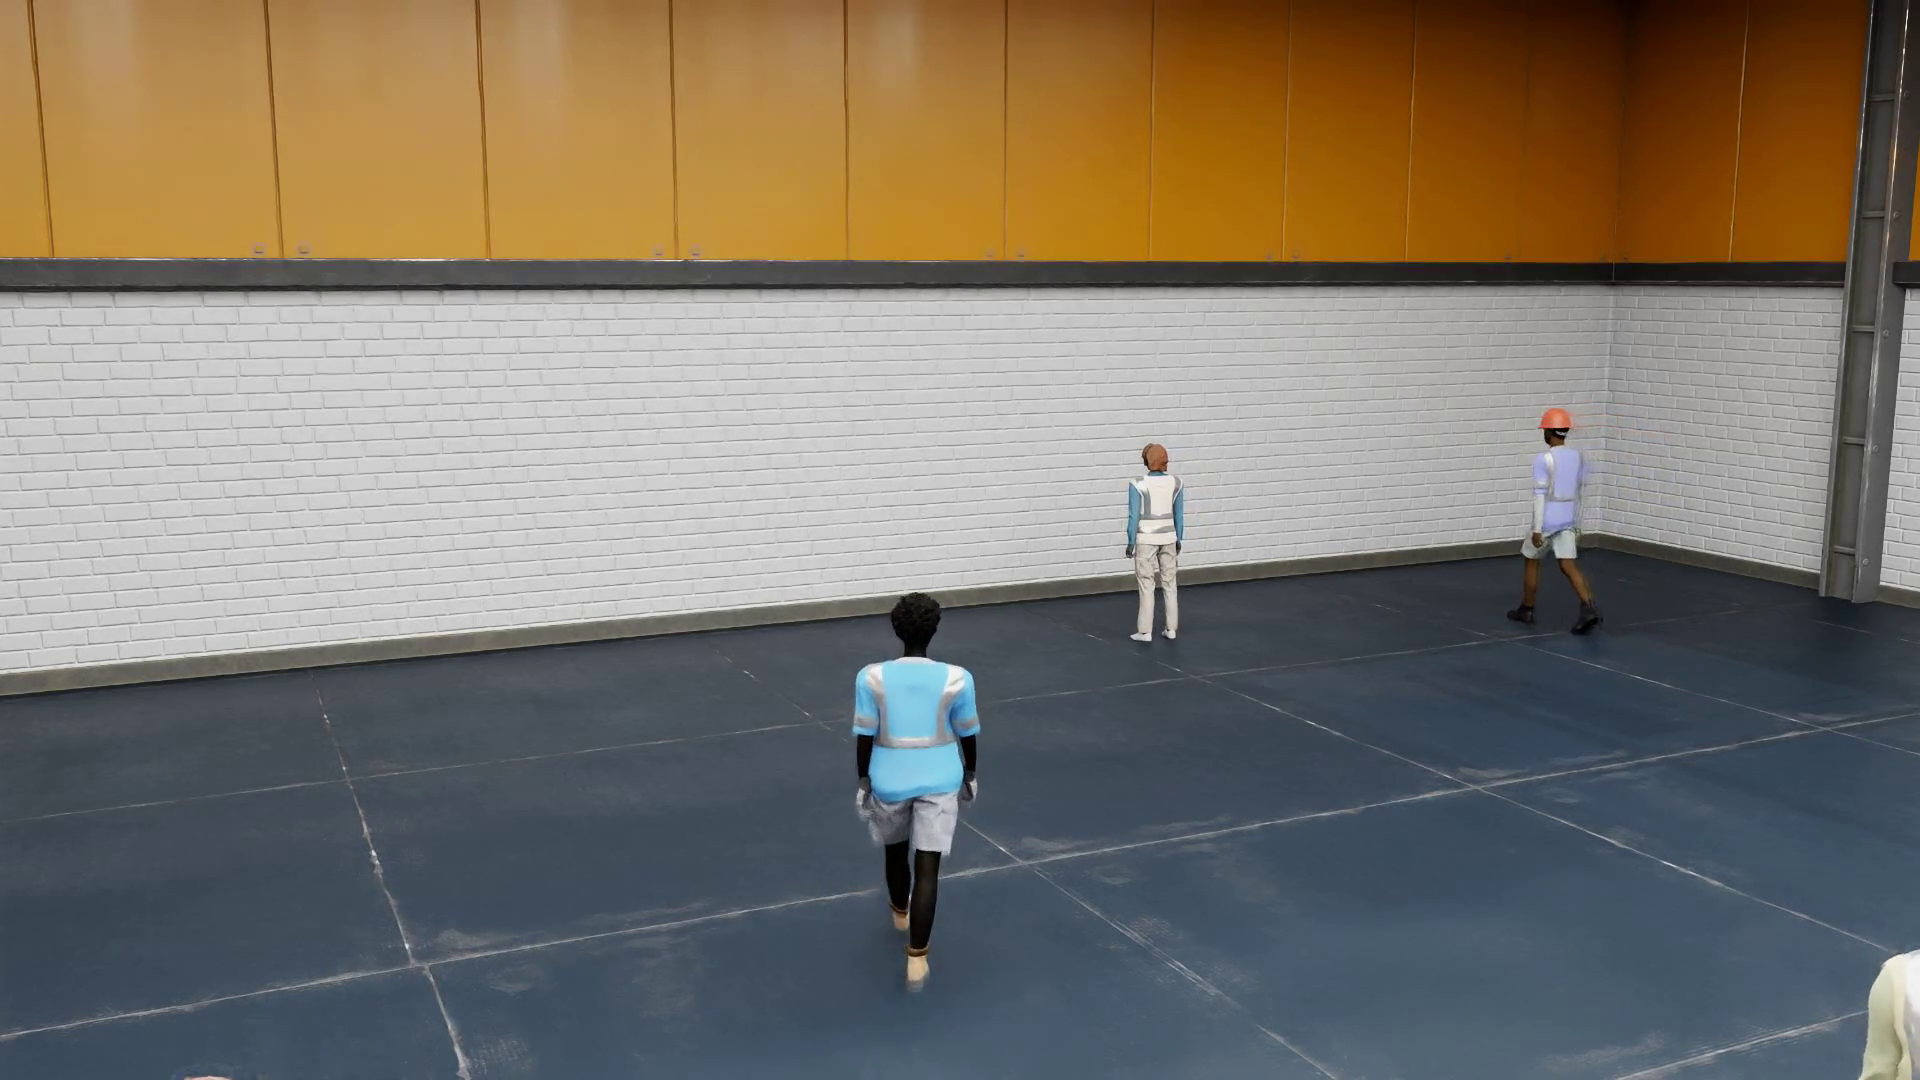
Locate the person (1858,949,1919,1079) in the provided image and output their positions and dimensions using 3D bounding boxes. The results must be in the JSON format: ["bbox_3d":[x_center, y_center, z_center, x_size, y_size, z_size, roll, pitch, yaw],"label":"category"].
[{"bbox_3d":[2.290,1.556,3.653,0.610,1.802,0.717,5,10,26],"label":"person"}]

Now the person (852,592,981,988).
[{"bbox_3d":[-0.179,1.039,7.292,0.546,1.649,0.852,0,9,3],"label":"person"}]

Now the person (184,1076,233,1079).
[{"bbox_3d":[-1.100,1.708,2.455,0.659,1.881,0.751,0,9,2],"label":"person"}]

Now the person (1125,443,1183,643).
[{"bbox_3d":[1.597,0.029,13.635,0.523,1.638,0.310,-4,10,-23],"label":"person"}]

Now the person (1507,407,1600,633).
[{"bbox_3d":[5.070,-0.169,14.068,0.556,1.903,0.939,-4,10,-22],"label":"person"}]
